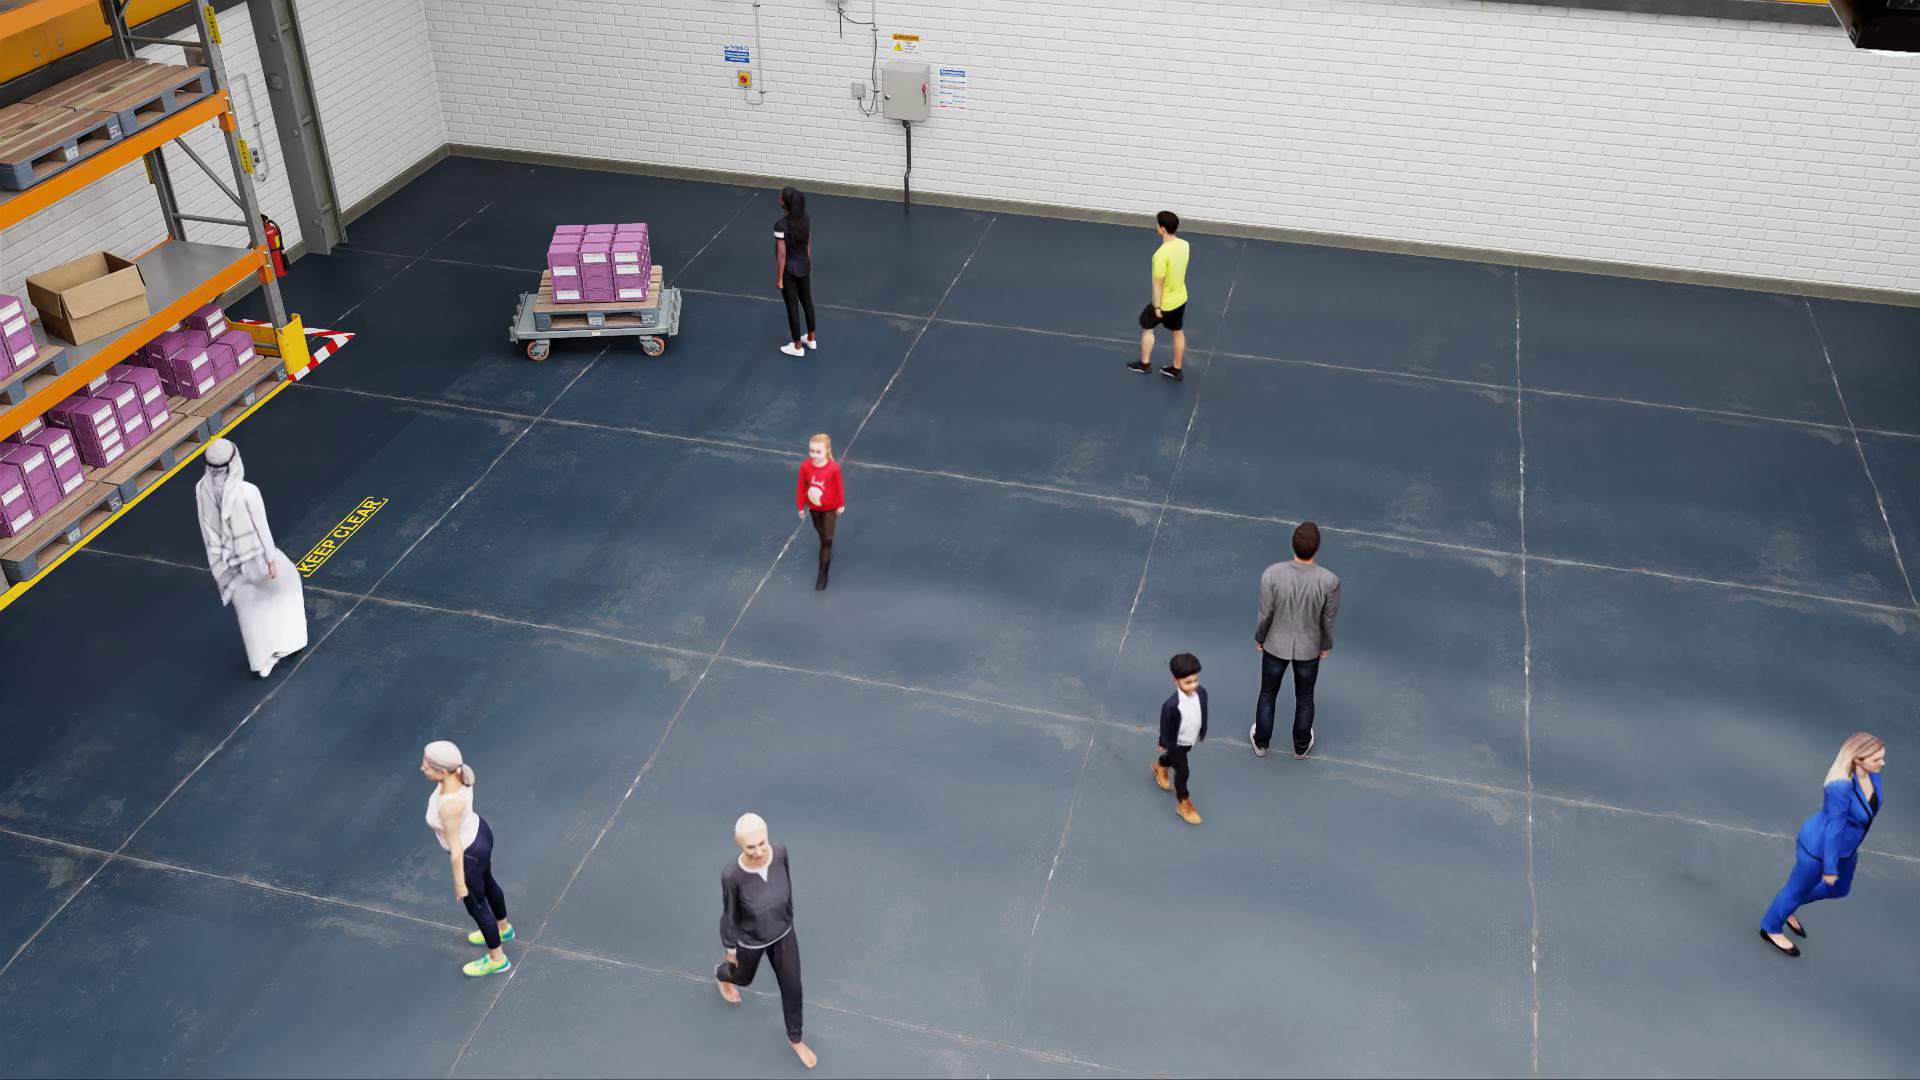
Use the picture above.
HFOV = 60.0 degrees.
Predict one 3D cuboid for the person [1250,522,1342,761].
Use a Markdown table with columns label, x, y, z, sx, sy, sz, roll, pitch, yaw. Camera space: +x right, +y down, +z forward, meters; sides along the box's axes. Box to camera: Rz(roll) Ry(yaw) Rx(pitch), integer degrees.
| label | x | y | z | sx | sy | sz | roll | pitch | yaw |
| --- | --- | --- | --- | --- | --- | --- | --- | --- | --- |
| person | 2.250 | 0.696 | 11.220 | 0.692 | 1.874 | 0.613 | 6 | 34 | 9 |

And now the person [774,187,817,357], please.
| label | x | y | z | sx | sy | sz | roll | pitch | yaw |
| --- | --- | --- | --- | --- | --- | --- | --- | --- | --- |
| person | -1.632 | -2.653 | 16.390 | 0.748 | 1.729 | 0.621 | 24 | 40 | 31 |

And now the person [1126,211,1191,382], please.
| label | x | y | z | sx | sy | sz | roll | pitch | yaw |
| --- | --- | --- | --- | --- | --- | --- | --- | --- | --- |
| person | 2.062 | -2.300 | 15.896 | 0.869 | 1.687 | 0.914 | -25 | 41 | -32 |

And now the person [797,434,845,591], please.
| label | x | y | z | sx | sy | sz | roll | pitch | yaw |
| --- | --- | --- | --- | --- | --- | --- | --- | --- | --- |
| person | -1.088 | -0.300 | 13.282 | 0.542 | 1.250 | 0.920 | 6 | 34 | 9 |

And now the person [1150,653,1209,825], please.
| label | x | y | z | sx | sy | sz | roll | pitch | yaw |
| --- | --- | --- | --- | --- | --- | --- | --- | --- | --- |
| person | 1.439 | 1.243 | 10.999 | 0.825 | 1.208 | 0.880 | -18 | 38 | -25 |

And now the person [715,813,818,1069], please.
| label | x | y | z | sx | sy | sz | roll | pitch | yaw |
| --- | --- | --- | --- | --- | --- | --- | --- | --- | --- |
| person | -1.153 | 2.126 | 9.231 | 1.090 | 1.694 | 1.087 | -22 | 39 | -29 |

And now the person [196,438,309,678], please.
| label | x | y | z | sx | sy | sz | roll | pitch | yaw |
| --- | --- | --- | --- | --- | --- | --- | --- | --- | --- |
| person | -5.174 | 0.184 | 11.962 | 0.779 | 1.906 | 0.866 | 1 | 34 | 1 |

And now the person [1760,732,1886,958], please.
| label | x | y | z | sx | sy | sz | roll | pitch | yaw |
| --- | --- | --- | --- | --- | --- | --- | --- | --- | --- |
| person | 5.000 | 1.755 | 9.795 | 0.719 | 1.688 | 0.800 | -24 | 40 | -31 |

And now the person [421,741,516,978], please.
| label | x | y | z | sx | sy | sz | roll | pitch | yaw |
| --- | --- | --- | --- | --- | --- | --- | --- | --- | --- |
| person | -2.845 | 1.823 | 9.682 | 0.728 | 1.700 | 0.596 | -4 | 34 | -6 |
